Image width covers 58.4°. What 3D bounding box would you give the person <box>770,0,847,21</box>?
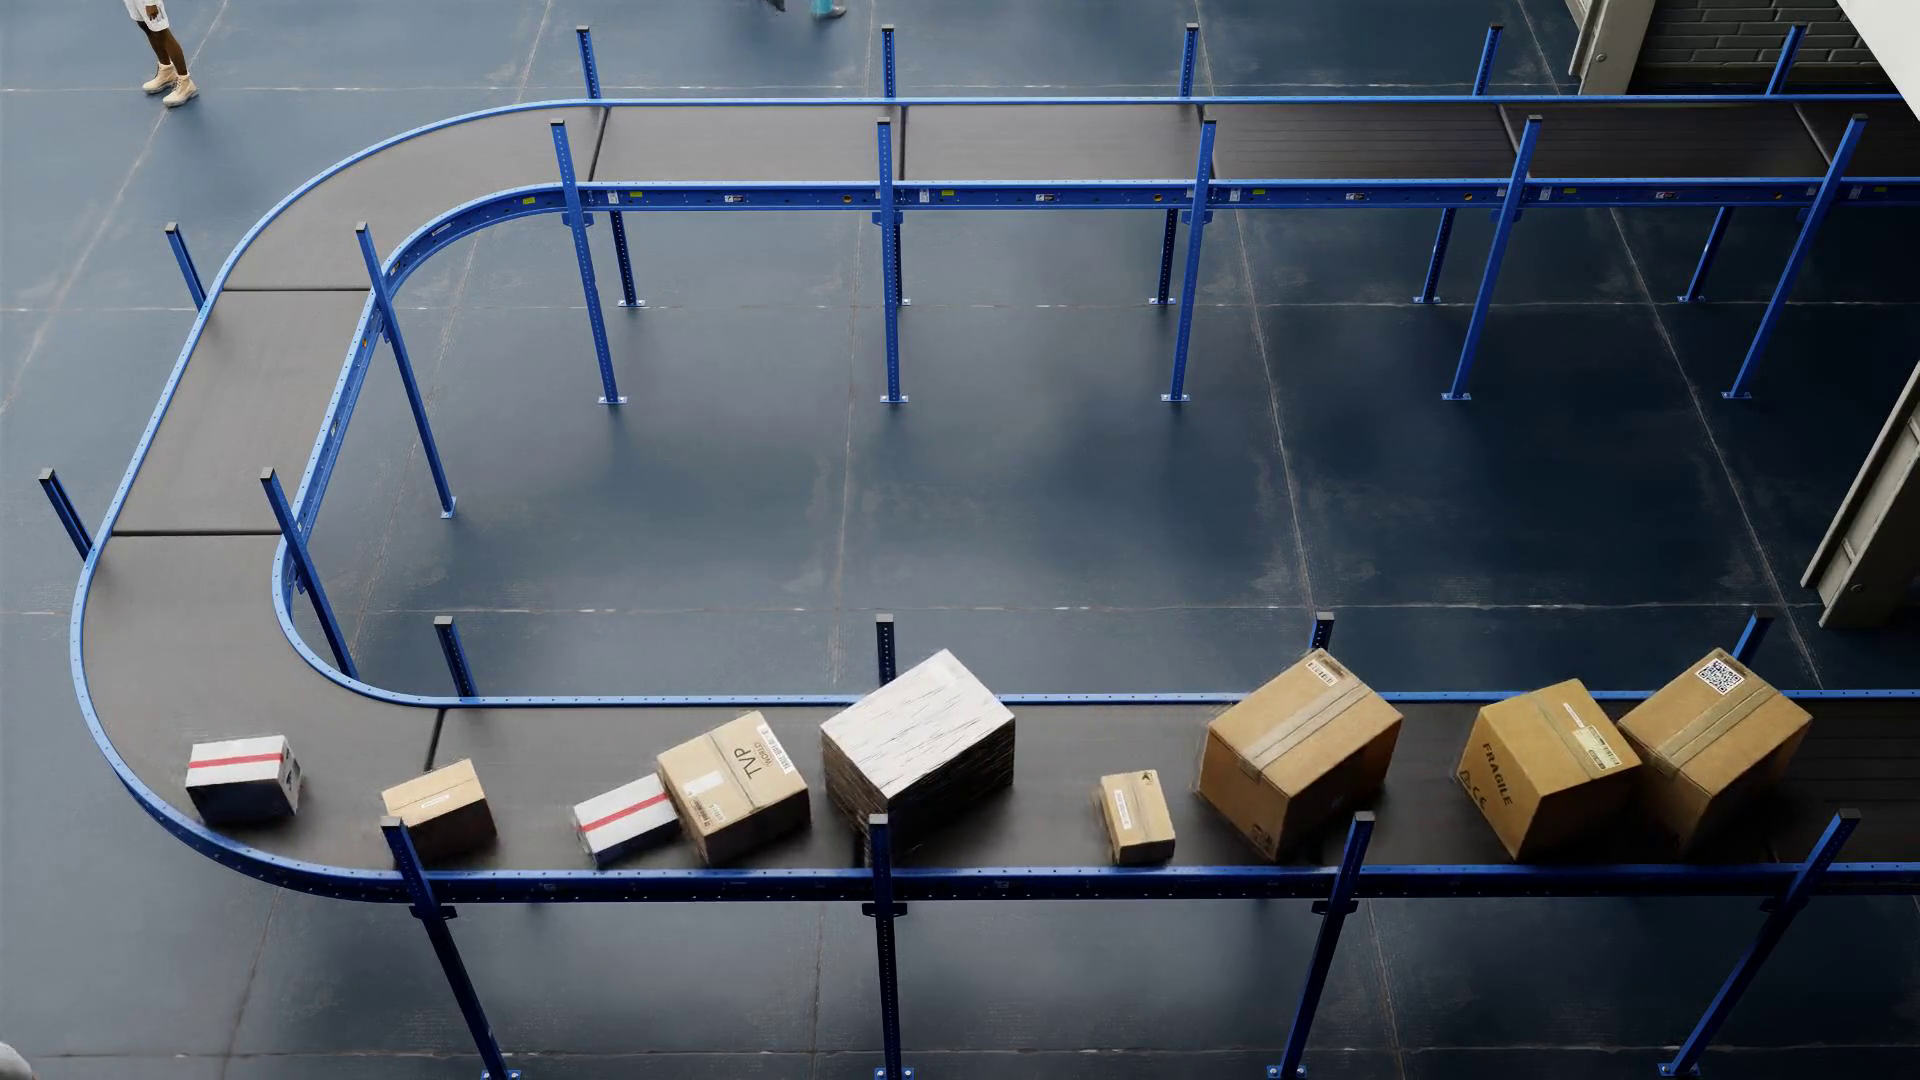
[{"bbox_3d":[-1.376,-5.403,15.072,0.612,1.826,0.588,-23,51,-20],"label":"person"}]

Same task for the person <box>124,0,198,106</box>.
[{"bbox_3d":[-6.801,-4.561,14.138,0.608,2.047,0.366,33,55,27],"label":"person"}]
